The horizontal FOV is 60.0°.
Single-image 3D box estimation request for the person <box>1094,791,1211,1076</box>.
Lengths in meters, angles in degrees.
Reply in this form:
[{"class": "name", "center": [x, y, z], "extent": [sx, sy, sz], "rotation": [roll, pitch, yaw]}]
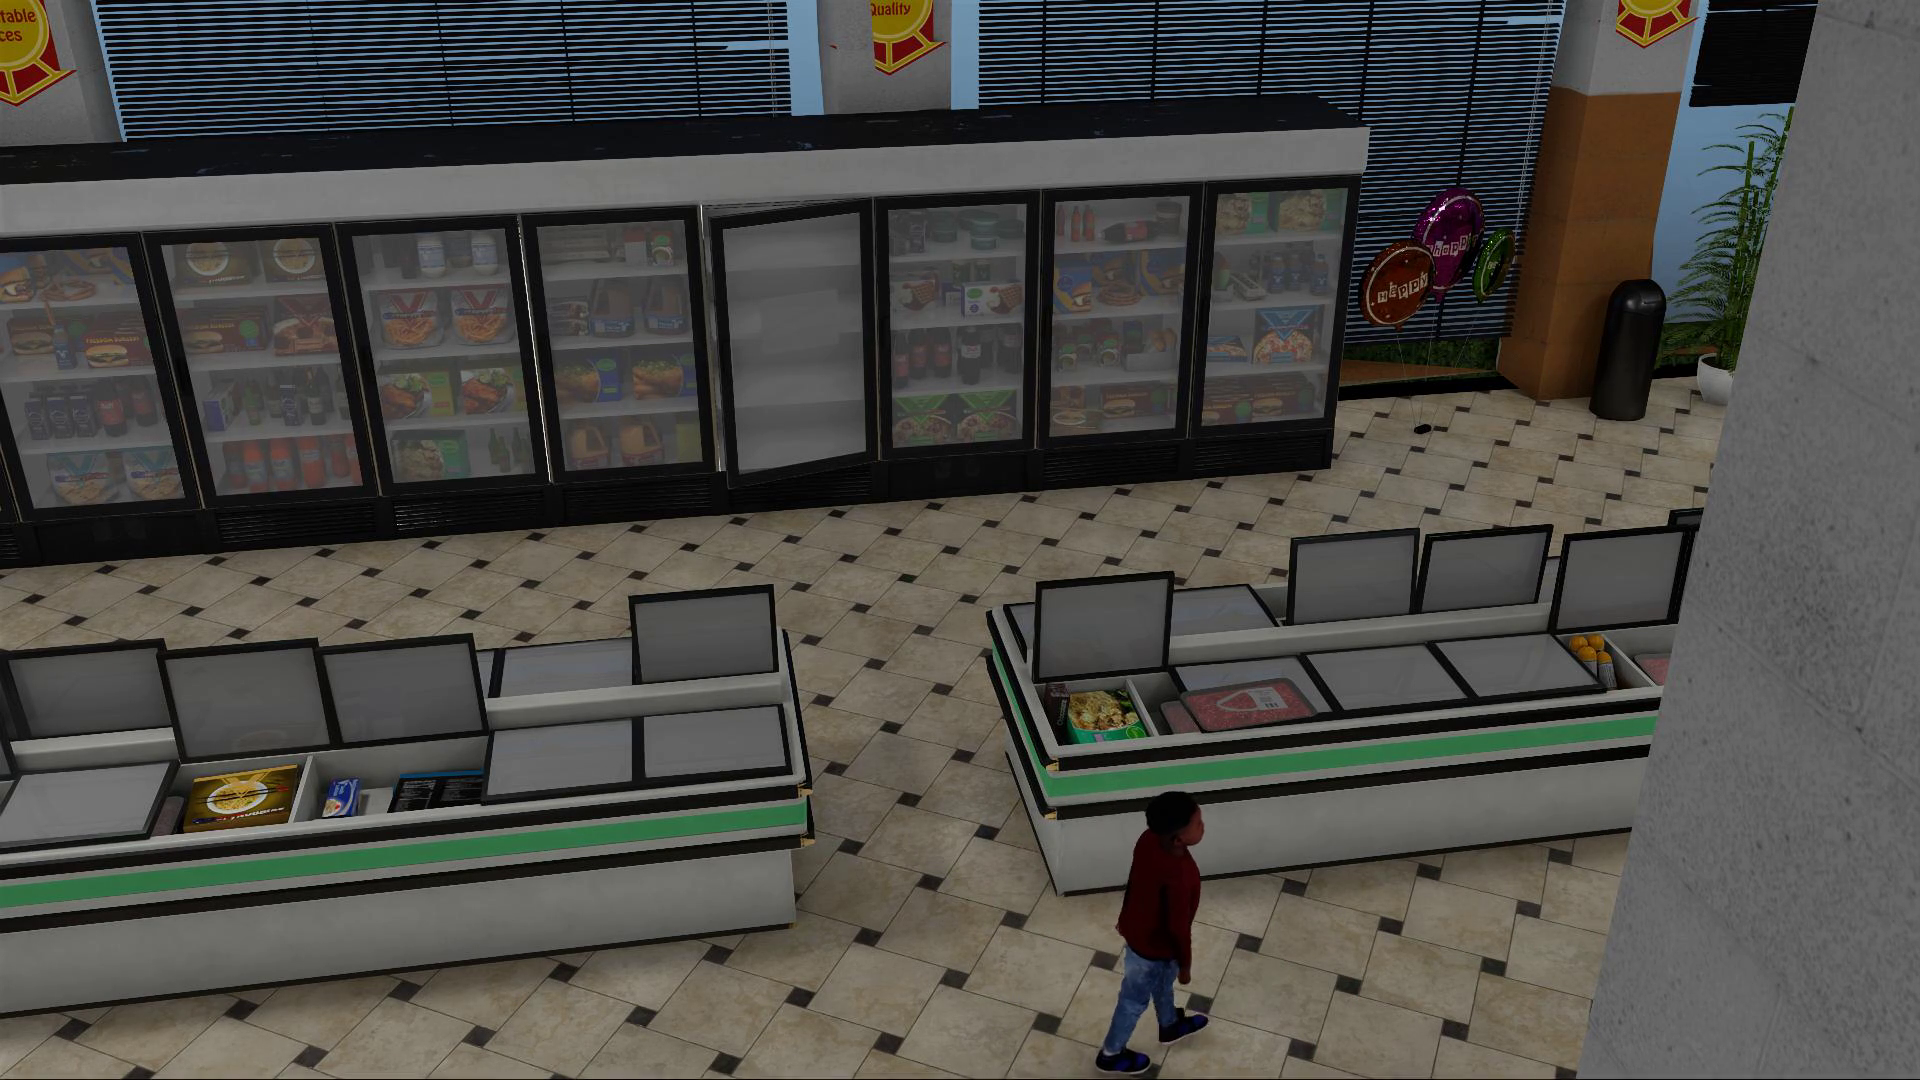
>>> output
[{"class": "person", "center": [0.642, 1.443, 6.049], "extent": [0.711, 1.236, 0.524], "rotation": [-6, 28, -12]}]
